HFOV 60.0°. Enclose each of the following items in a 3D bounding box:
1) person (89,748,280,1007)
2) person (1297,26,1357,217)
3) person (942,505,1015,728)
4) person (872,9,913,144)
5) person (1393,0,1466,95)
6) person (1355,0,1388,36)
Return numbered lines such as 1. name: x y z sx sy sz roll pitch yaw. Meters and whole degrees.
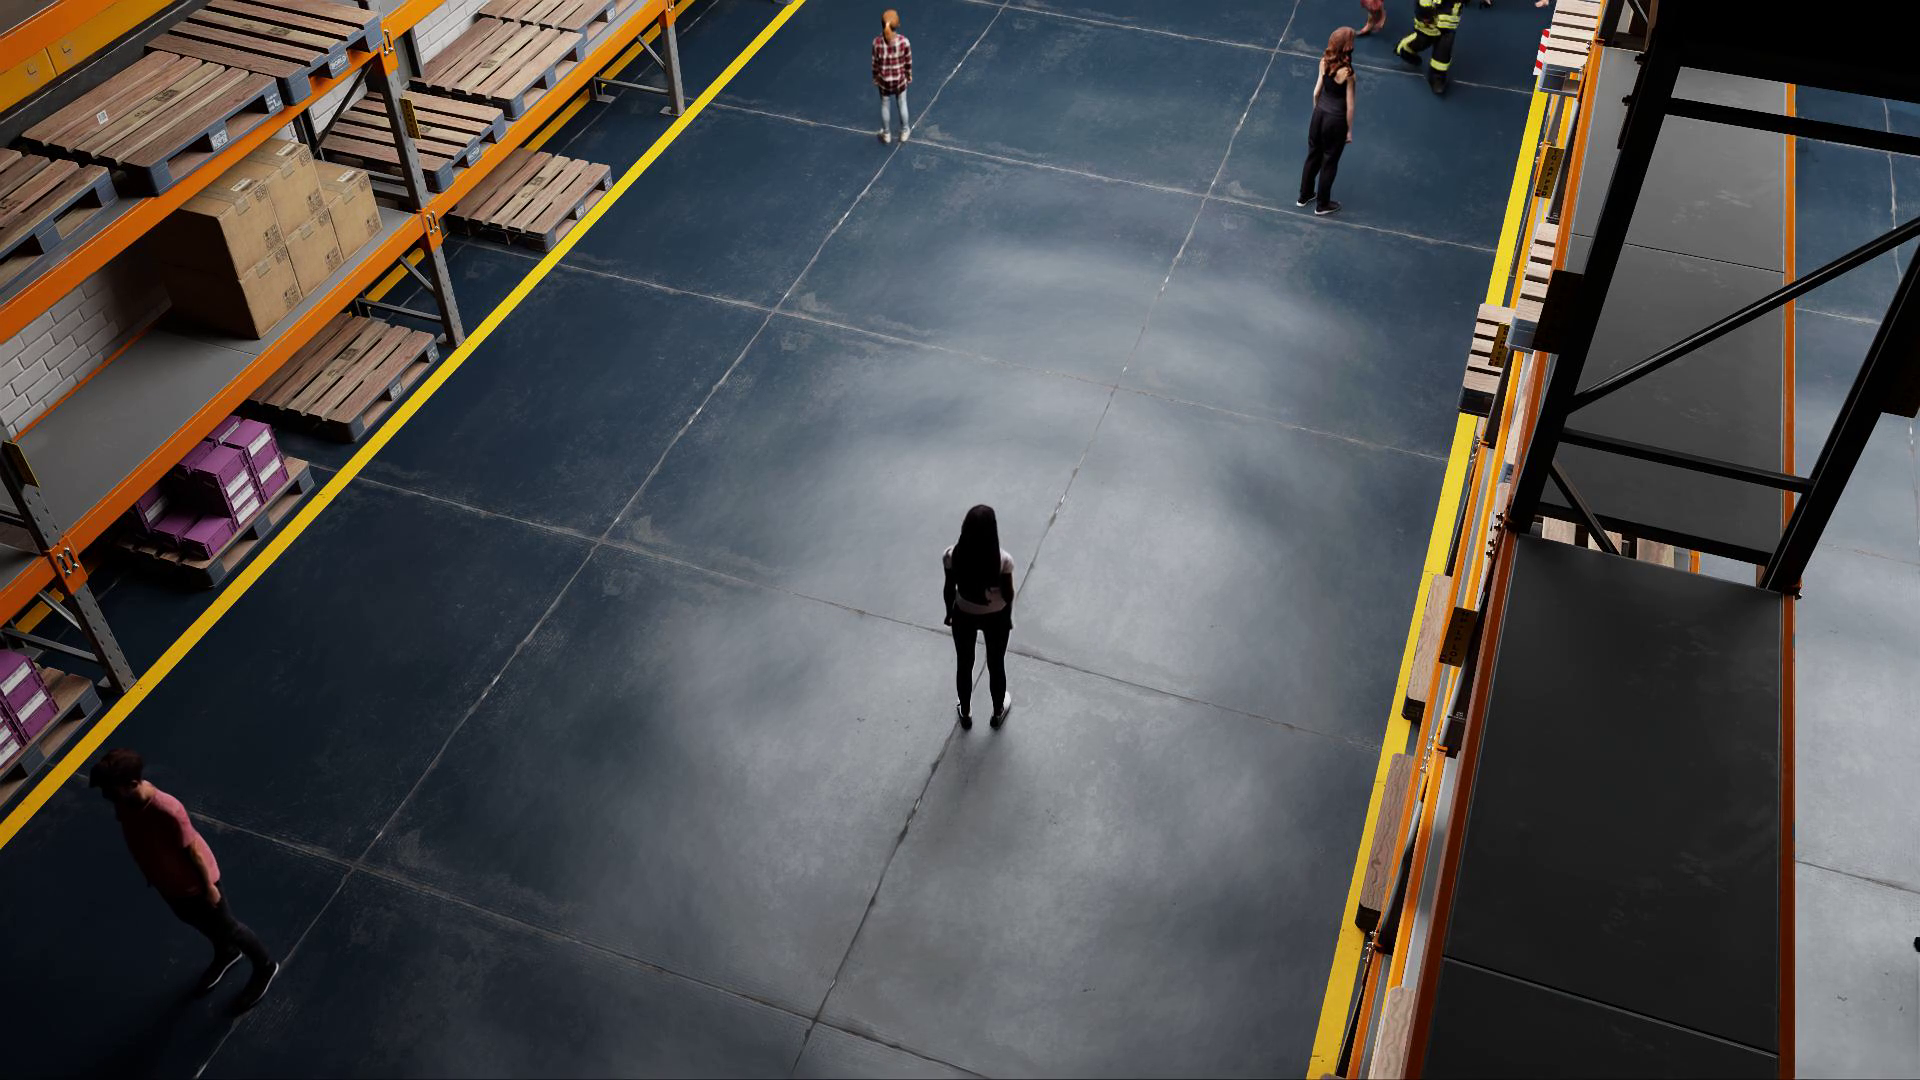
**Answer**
1. person: -4.076 1.740 8.768 0.640 1.953 0.550 16 46 16
2. person: 3.240 -3.687 14.612 0.674 1.748 0.670 -32 52 -29
3. person: 0.123 0.489 10.210 0.630 1.775 0.588 4 44 5
4. person: -0.638 -4.363 15.643 0.608 1.305 0.623 -4 44 -4
5. person: 4.668 -5.319 16.300 1.086 1.784 1.199 -15 46 -15
6. person: 4.366 -5.914 17.001 0.908 1.678 0.839 -12 45 -12
